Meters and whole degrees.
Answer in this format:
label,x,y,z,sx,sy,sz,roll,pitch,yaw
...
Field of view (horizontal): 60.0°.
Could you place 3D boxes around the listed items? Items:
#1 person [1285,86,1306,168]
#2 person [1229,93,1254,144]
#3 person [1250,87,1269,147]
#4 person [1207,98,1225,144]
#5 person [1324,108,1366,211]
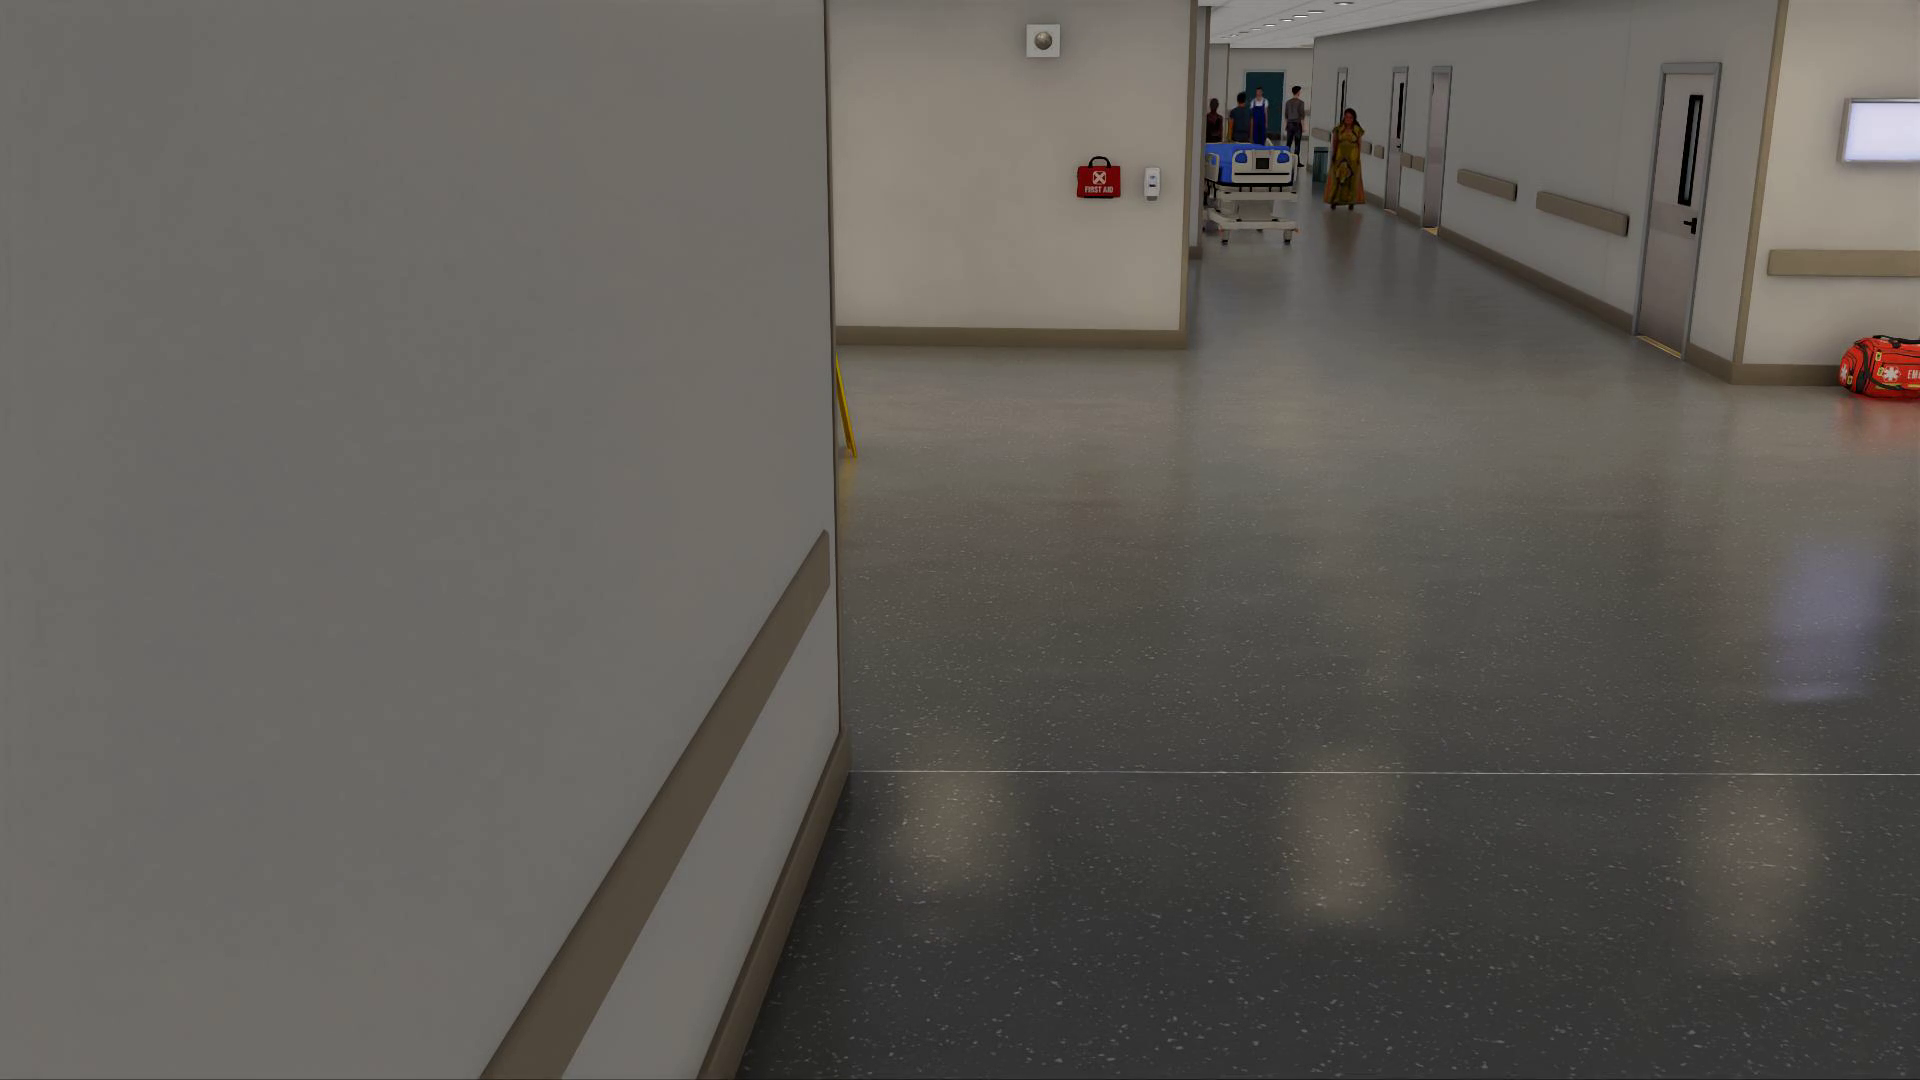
label,x,y,z,sx,sy,sz,roll,pitch,yaw
person,8.094,-10.009,40.244,0.742,1.906,0.843,13,21,39
person,5.919,-8.460,34.966,0.961,1.789,0.724,1,16,5
person,8.023,-11.208,44.629,0.659,1.833,0.740,4,16,12
person,4.741,-7.421,31.378,0.997,1.736,0.777,4,16,14
person,6.474,-6.387,27.850,0.718,1.659,0.922,3,16,9
